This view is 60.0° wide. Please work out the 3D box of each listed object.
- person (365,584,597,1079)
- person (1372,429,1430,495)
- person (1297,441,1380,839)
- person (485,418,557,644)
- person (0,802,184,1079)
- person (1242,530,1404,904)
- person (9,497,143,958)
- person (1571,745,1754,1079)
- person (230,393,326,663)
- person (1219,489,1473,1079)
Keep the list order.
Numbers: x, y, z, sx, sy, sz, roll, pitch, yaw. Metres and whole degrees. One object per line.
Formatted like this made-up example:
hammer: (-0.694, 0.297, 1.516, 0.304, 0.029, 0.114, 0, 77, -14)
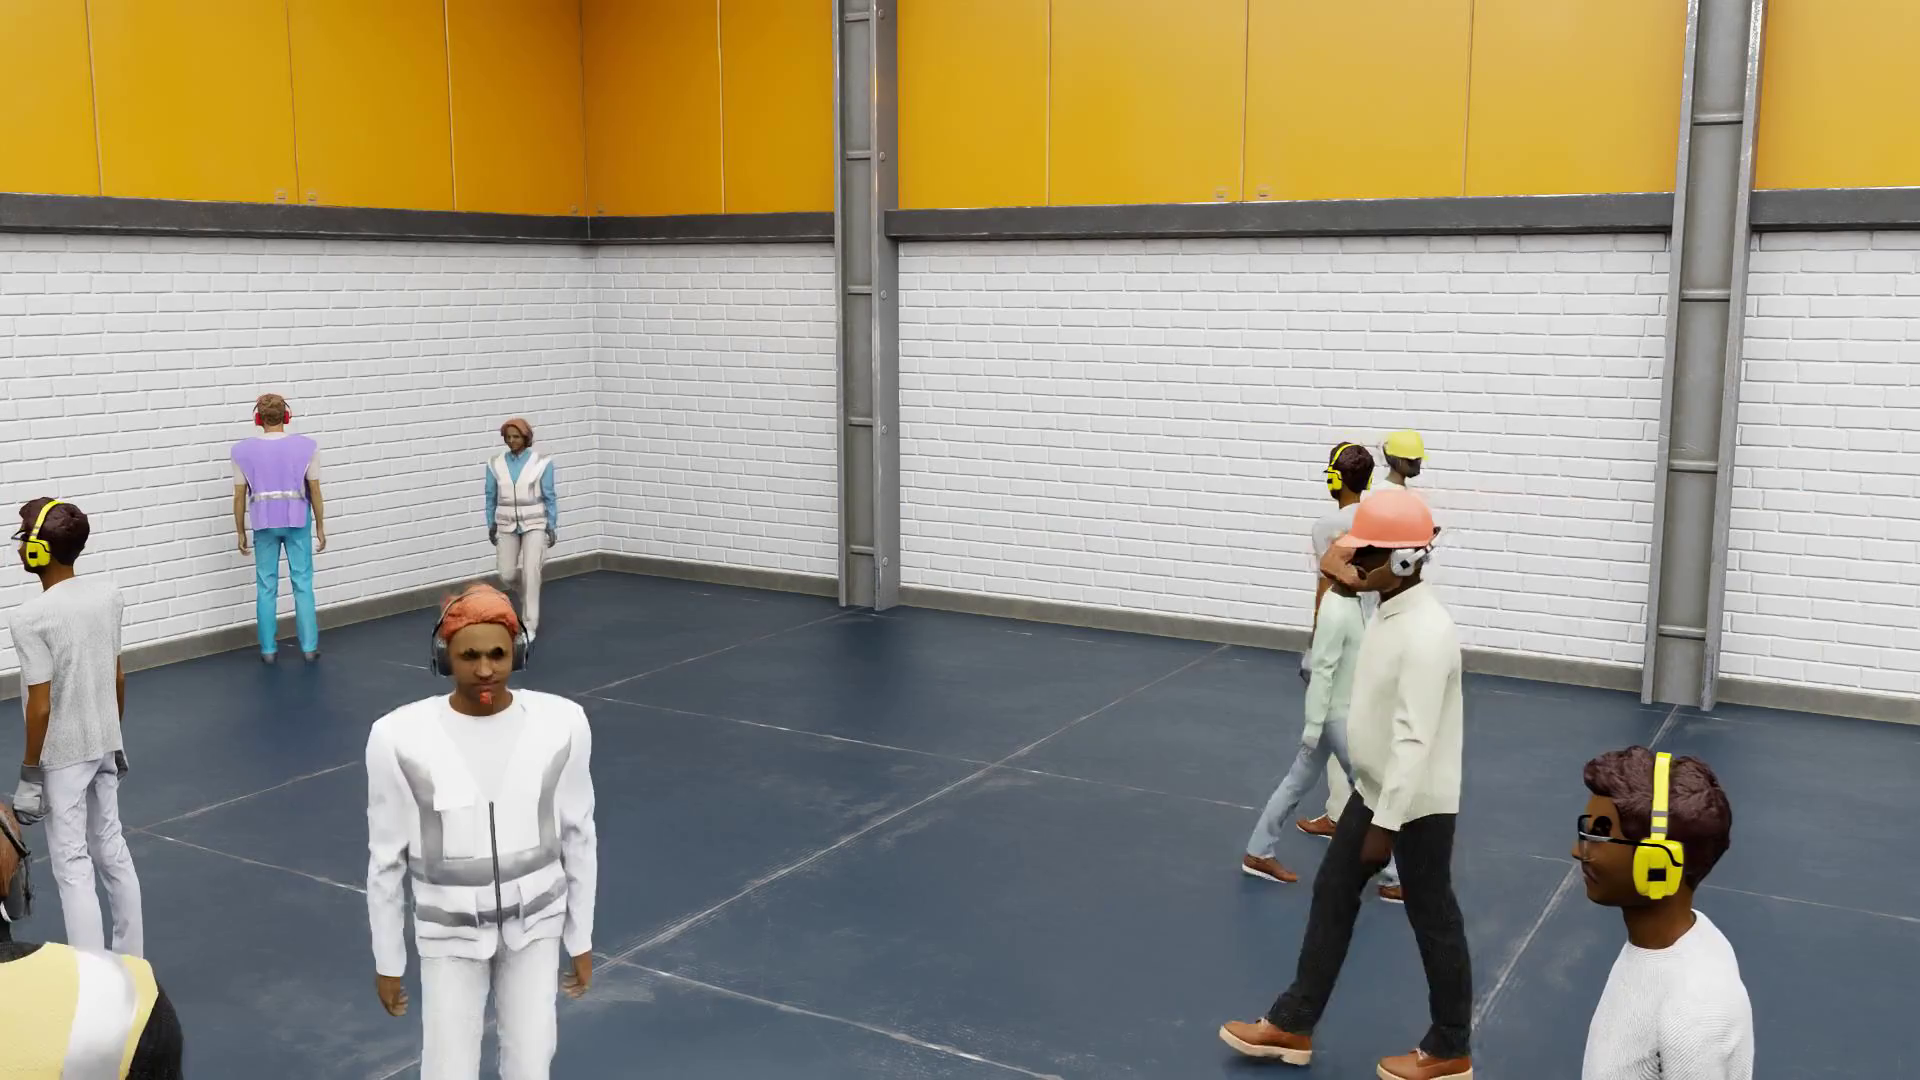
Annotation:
person: (-1.265, 1.022, 4.411, 0.576, 1.868, 0.604, -4, 10, -25)
person: (2.505, 0.179, 10.042, 0.628, 1.740, 0.554, 6, 11, 33)
person: (1.808, 0.479, 7.794, 0.523, 1.860, 0.317, -6, 11, -32)
person: (-3.166, -0.087, 12.083, 0.522, 1.623, 0.596, 0, 9, 3)
person: (-1.647, 1.301, 2.881, 0.657, 1.787, 0.971, -4, 10, -25)
person: (1.603, 0.732, 7.065, 0.837, 1.584, 0.484, 3, 9, 16)
person: (-3.157, 0.775, 5.905, 0.328, 1.877, 0.513, 1, 9, 9)
person: (1.159, 1.266, 2.857, 0.310, 1.869, 0.532, 3, 9, 17)
person: (-4.610, -0.070, 11.285, 0.570, 1.843, 0.410, -3, 10, -18)
person: (1.274, 0.819, 5.338, 0.919, 1.958, 0.640, 0, 9, -2)
